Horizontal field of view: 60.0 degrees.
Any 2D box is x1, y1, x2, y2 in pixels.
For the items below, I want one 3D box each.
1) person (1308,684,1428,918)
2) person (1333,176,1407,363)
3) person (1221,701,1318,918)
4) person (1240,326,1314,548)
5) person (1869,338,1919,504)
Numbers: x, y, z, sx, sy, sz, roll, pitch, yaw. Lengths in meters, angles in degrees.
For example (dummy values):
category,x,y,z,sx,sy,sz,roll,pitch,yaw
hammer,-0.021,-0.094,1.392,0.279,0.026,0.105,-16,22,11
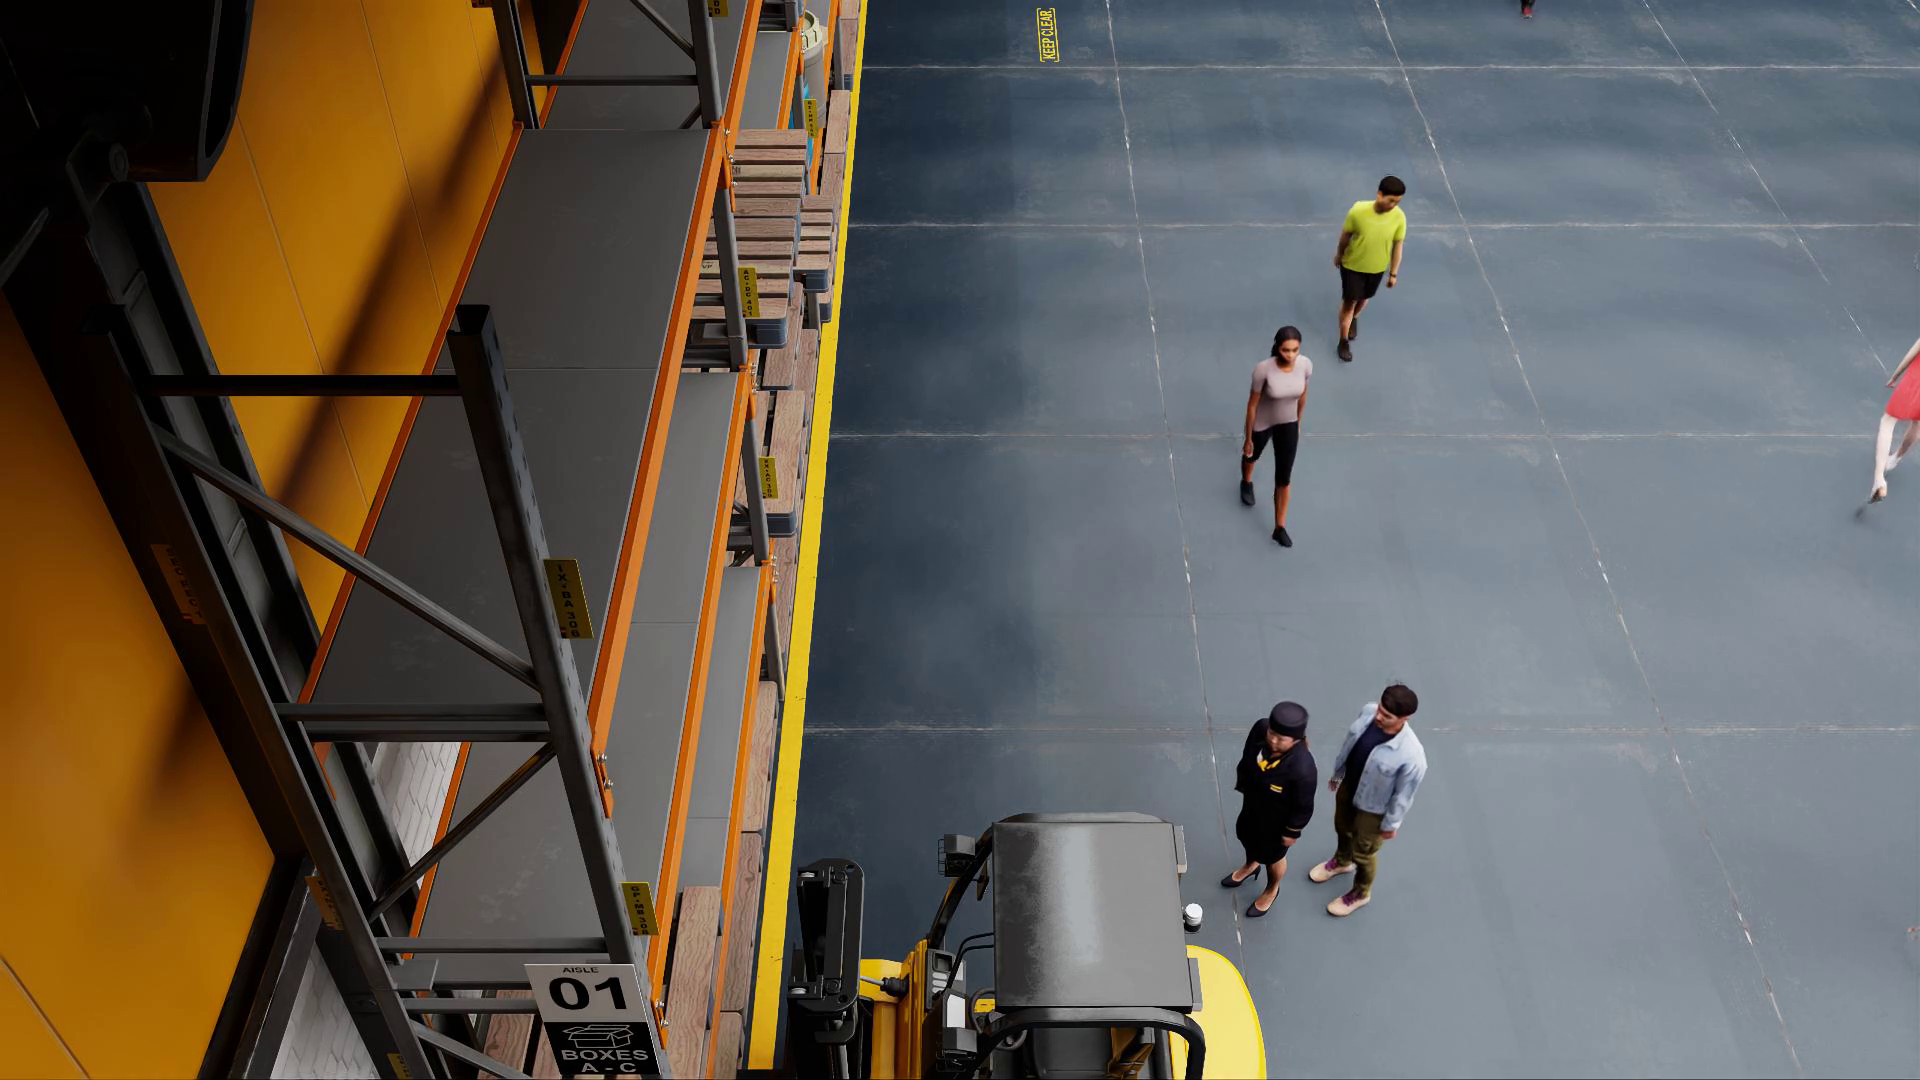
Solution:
category,x,y,z,sx,sy,sz,roll,pitch,yaw
person,2.332,1.426,9.432,0.824,1.810,0.662,-15,46,-16
person,3.249,-2.292,13.445,0.652,1.658,0.894,6,44,7
person,1.769,1.525,9.429,0.864,1.671,0.744,-21,47,-20
person,2.206,-0.866,11.915,0.708,1.704,1.138,-5,44,-5
person,6.951,-1.035,12.020,0.852,1.804,1.128,16,46,16
